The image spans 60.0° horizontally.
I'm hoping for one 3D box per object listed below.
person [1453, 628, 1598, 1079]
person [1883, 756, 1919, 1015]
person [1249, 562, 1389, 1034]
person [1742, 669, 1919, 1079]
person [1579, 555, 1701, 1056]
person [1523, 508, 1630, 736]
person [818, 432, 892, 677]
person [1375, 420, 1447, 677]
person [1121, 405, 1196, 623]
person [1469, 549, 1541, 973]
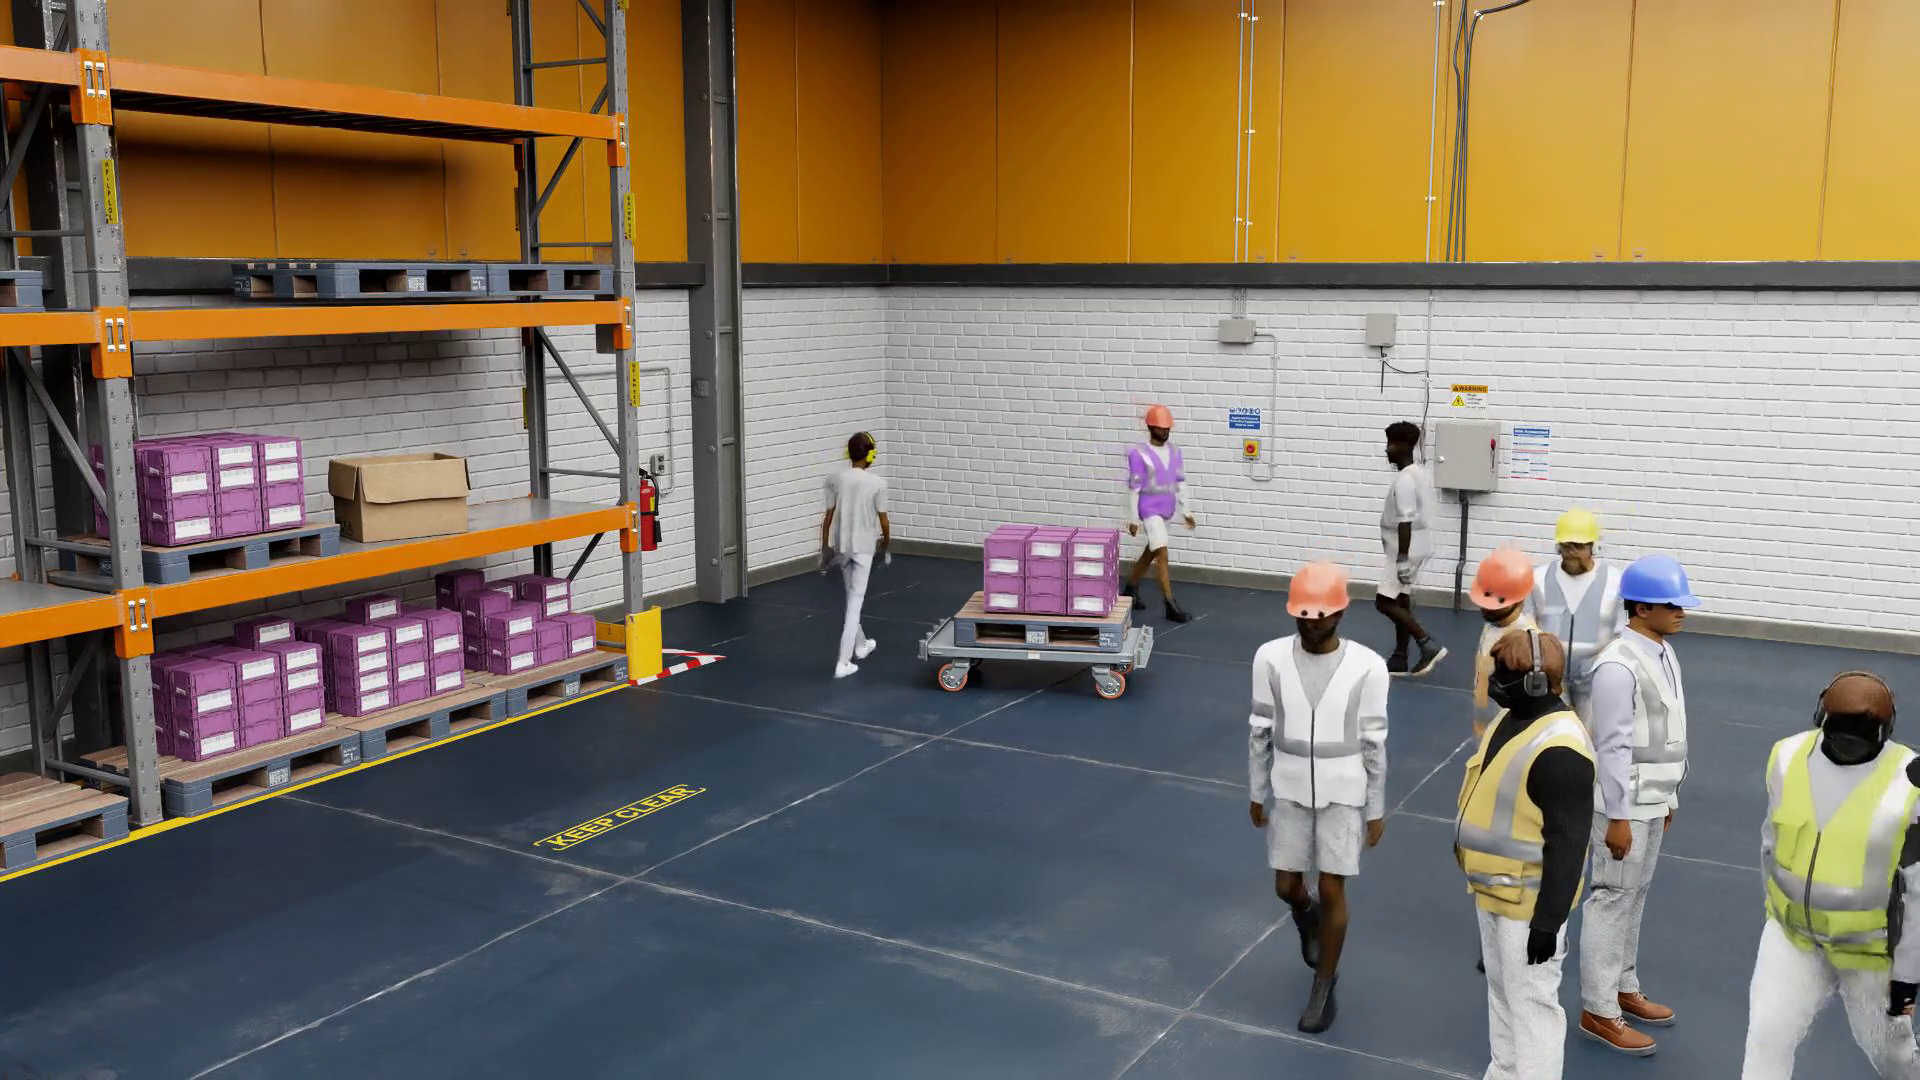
[{"bbox_3d":[1.910,1.208,5.701,0.429,1.842,0.635,0,9,1],"label":"person"},{"bbox_3d":[3.130,1.277,5.047,1.029,1.935,0.612,-7,11,-37],"label":"person"},{"bbox_3d":[1.464,1.002,6.782,0.556,1.915,0.666,4,10,22],"label":"person"},{"bbox_3d":[2.954,1.275,5.474,0.922,1.801,0.626,-6,11,-34],"label":"person"},{"bbox_3d":[2.660,1.017,6.559,0.384,1.949,0.604,7,11,36],"label":"person"},{"bbox_3d":[3.309,0.707,8.936,0.600,1.811,0.701,5,10,27],"label":"person"},{"bbox_3d":[-0.758,0.088,12.742,0.514,1.821,0.903,4,10,24],"label":"person"},{"bbox_3d":[3.346,0.082,12.378,0.488,1.949,0.611,5,10,26],"label":"person"},{"bbox_3d":[1.729,-0.259,14.723,0.560,1.897,0.986,-7,12,-38],"label":"person"},{"bbox_3d":[2.386,0.940,7.245,0.487,1.885,0.706,1,9,8],"label":"person"}]
